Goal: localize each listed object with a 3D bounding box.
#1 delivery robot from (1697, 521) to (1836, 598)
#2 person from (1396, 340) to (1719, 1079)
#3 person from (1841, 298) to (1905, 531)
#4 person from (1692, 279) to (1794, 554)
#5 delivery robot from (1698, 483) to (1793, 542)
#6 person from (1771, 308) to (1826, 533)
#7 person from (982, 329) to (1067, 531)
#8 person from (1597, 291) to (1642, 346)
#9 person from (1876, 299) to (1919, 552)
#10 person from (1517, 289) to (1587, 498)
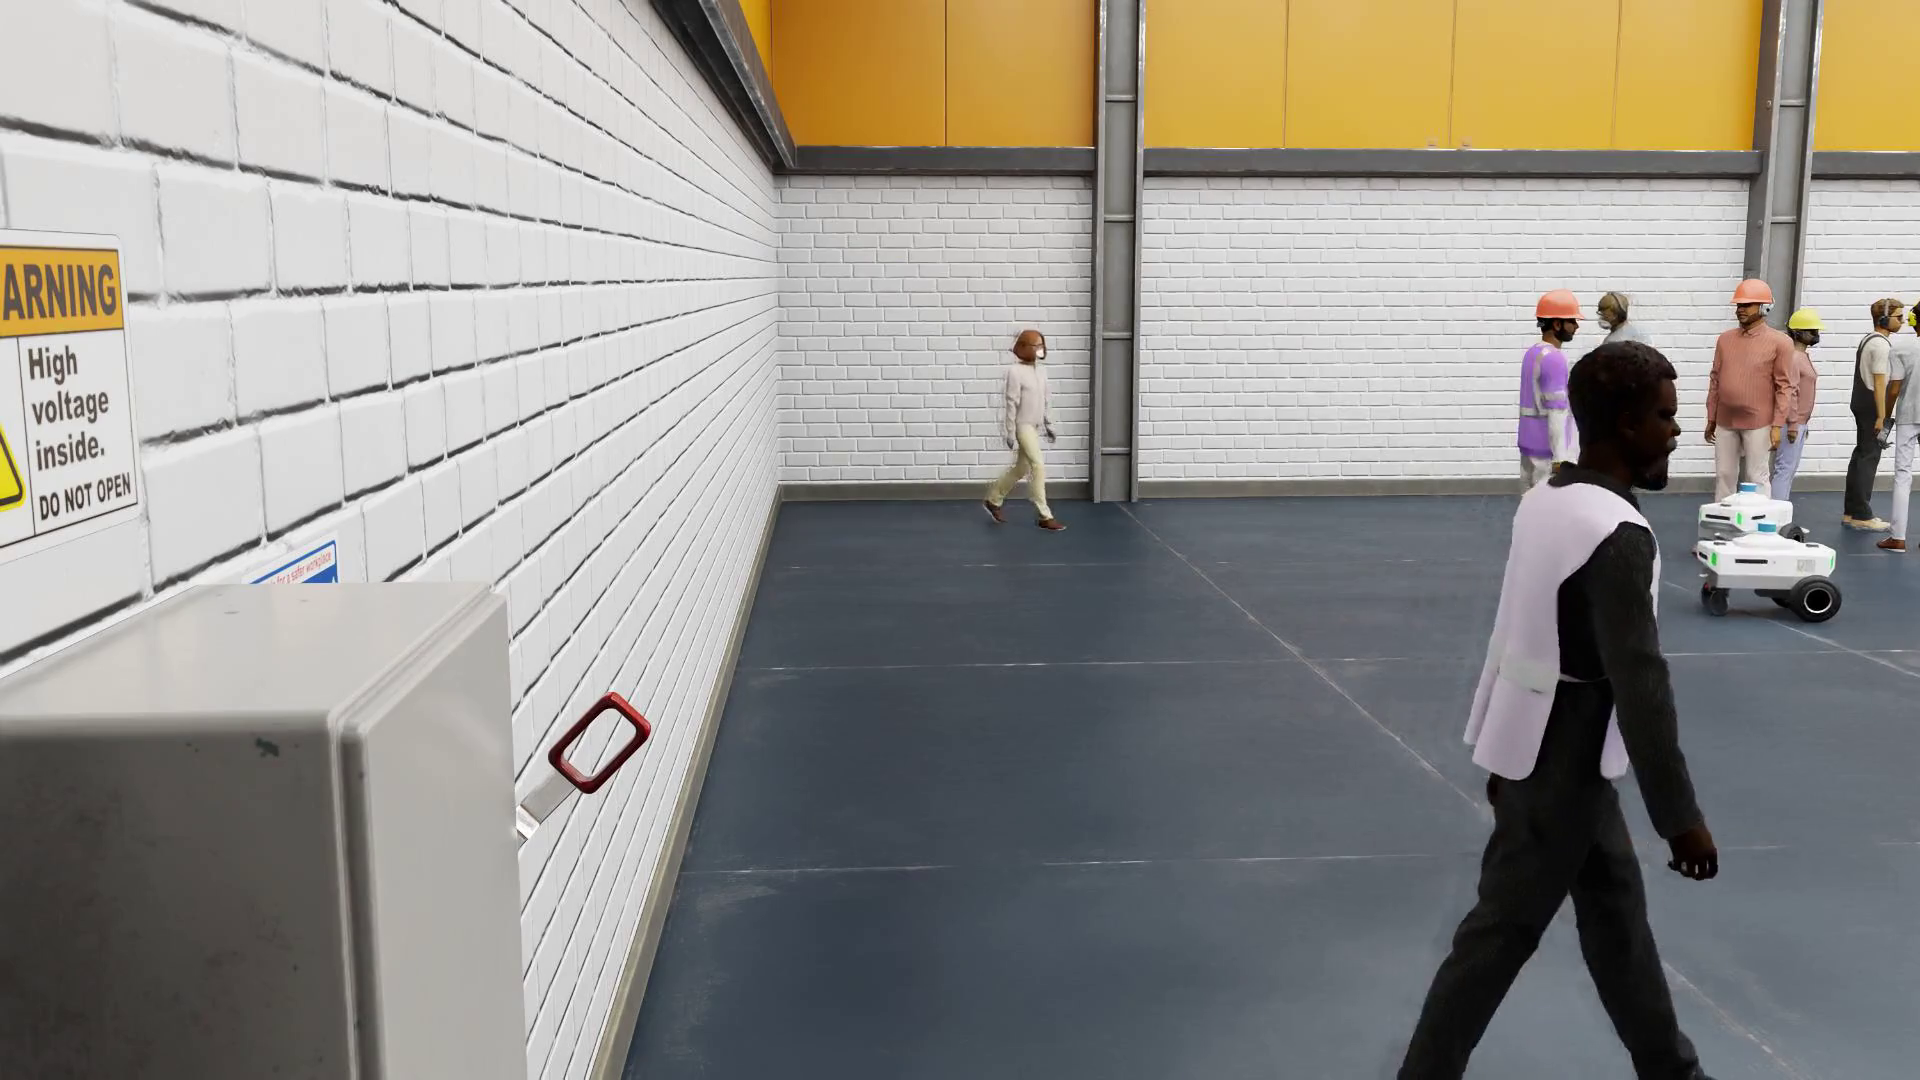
[{"bbox_3d":[4.781,0.132,9.887,0.707,0.478,0.477,1,9,9],"label":"delivery robot"},{"bbox_3d":[1.421,0.512,3.655,0.981,1.871,0.592,1,9,9],"label":"person"},{"bbox_3d":[7.272,-0.997,13.233,0.325,1.843,0.516,3,9,16],"label":"person"},{"bbox_3d":[5.581,-0.850,11.834,0.379,1.996,0.611,-5,11,-31],"label":"person"},{"bbox_3d":[5.535,-0.160,11.718,0.707,0.478,0.477,-6,11,-34],"label":"delivery robot"},{"bbox_3d":[6.475,-0.900,12.874,0.309,1.769,0.525,6,11,34],"label":"person"},{"bbox_3d":[0.506,-0.897,13.362,0.805,1.601,0.510,6,11,33],"label":"person"},{"bbox_3d":[5.031,-0.968,12.893,0.491,1.902,0.671,2,9,13],"label":"person"},{"bbox_3d":[6.994,-0.839,12.158,0.520,1.873,0.328,1,9,7],"label":"person"},{"bbox_3d":[3.614,-0.561,10.203,0.356,1.937,0.552,0,9,1],"label":"person"}]
